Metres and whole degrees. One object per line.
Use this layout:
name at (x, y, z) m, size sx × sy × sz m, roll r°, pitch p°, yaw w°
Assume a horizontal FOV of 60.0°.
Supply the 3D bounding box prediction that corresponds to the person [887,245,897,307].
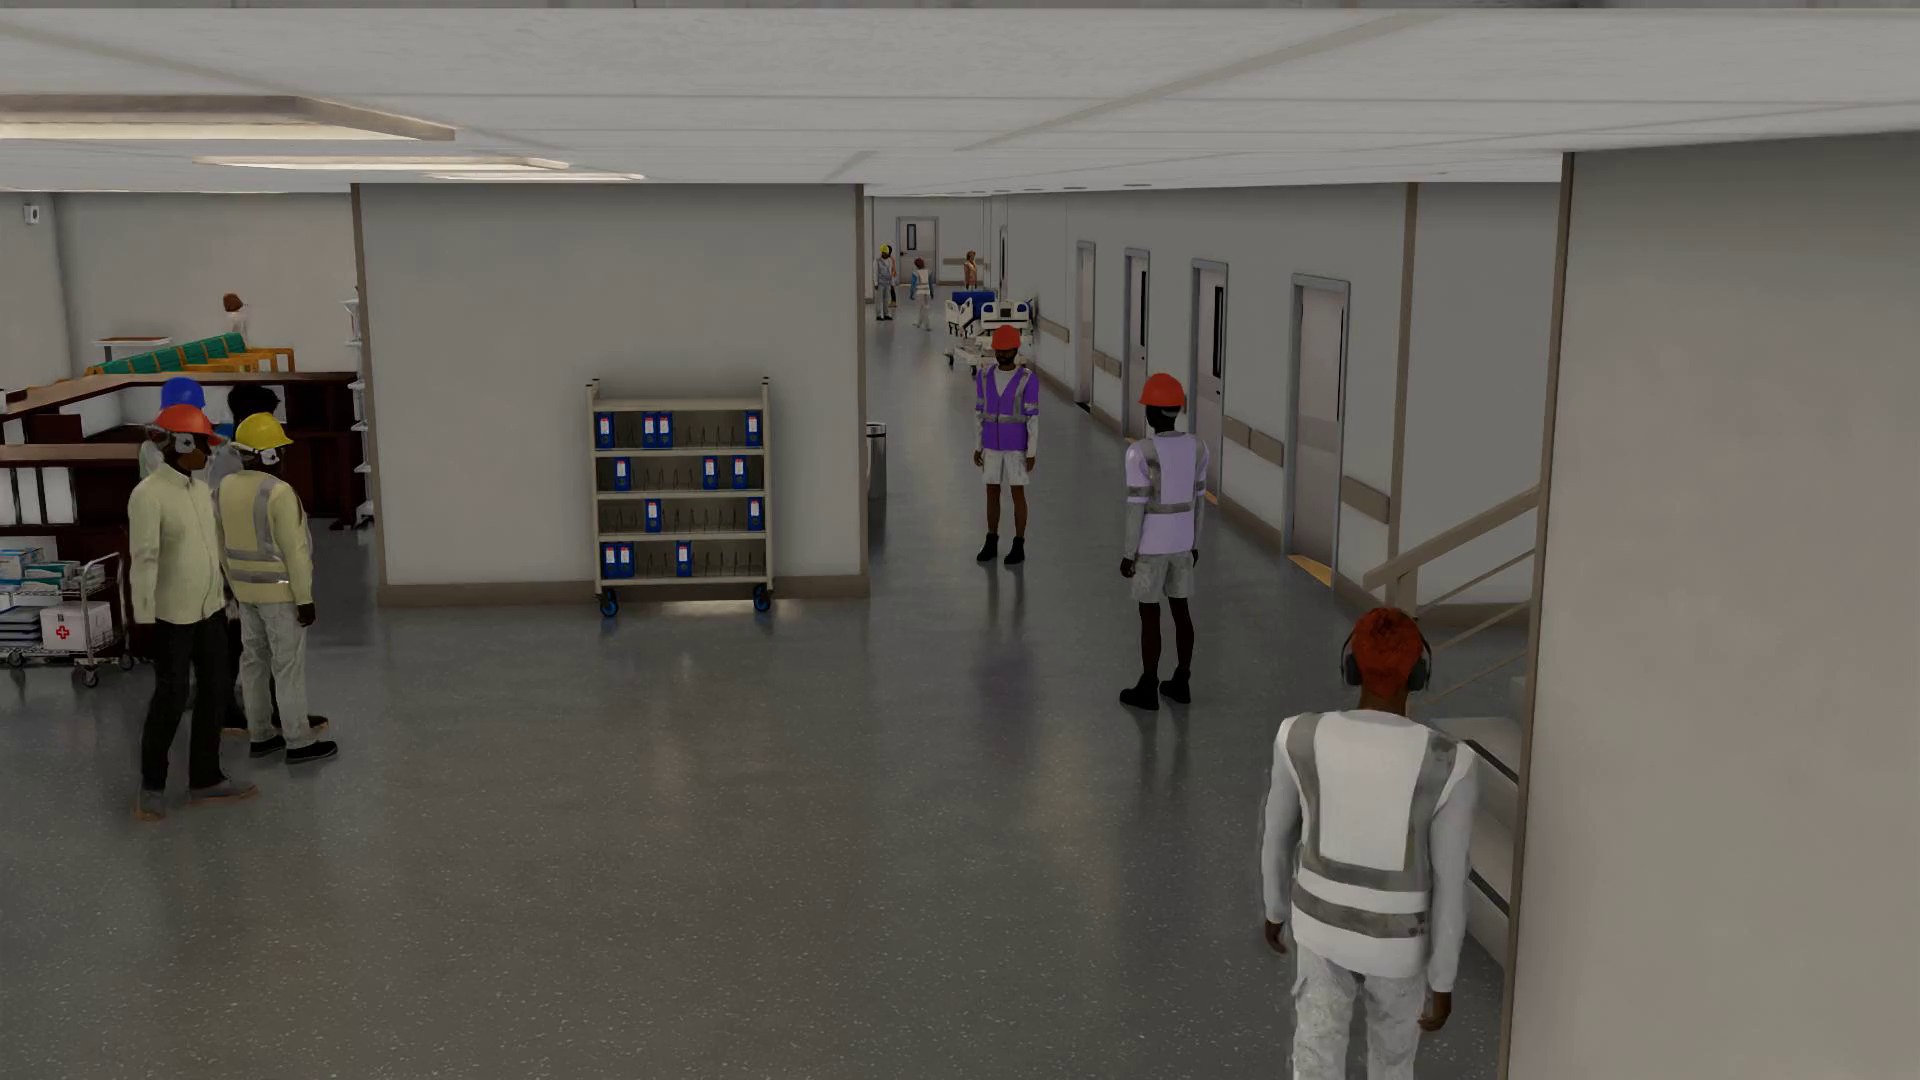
person at (-1.909, -7.201, 45.437) m, size 0.330 × 1.689 × 0.544 m, roll -3°, pitch 12°, yaw -14°

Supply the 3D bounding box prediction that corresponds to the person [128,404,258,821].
person at (-3.743, 0.340, 7.950) m, size 0.525 × 1.949 × 0.708 m, roll 1°, pitch 12°, yaw 7°

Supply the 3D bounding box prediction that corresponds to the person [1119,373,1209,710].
person at (1.153, 0.011, 9.551) m, size 0.545 × 1.941 × 0.350 m, roll -7°, pitch 13°, yaw -30°

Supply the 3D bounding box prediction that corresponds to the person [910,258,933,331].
person at (-0.904, -5.530, 37.444) m, size 0.528 × 1.593 × 0.849 m, roll -8°, pitch 14°, yaw -36°

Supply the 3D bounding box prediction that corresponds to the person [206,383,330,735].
person at (-3.784, 0.116, 9.060) m, size 0.799 × 1.927 × 0.637 m, roll -3°, pitch 12°, yaw -13°

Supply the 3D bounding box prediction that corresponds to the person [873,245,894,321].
person at (-1.841, -6.250, 40.412) m, size 0.591 × 1.833 × 0.404 m, roll -11°, pitch 16°, yaw -43°

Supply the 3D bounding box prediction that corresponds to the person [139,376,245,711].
person at (-4.332, 0.034, 9.451) m, size 0.605 × 1.939 × 0.420 m, roll 0°, pitch 12°, yaw 0°

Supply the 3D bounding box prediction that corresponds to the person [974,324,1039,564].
person at (0.364, -0.766, 13.391) m, size 0.547 × 1.933 × 0.381 m, roll 6°, pitch 13°, yaw 26°

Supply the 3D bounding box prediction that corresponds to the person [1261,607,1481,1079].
person at (1.079, 1.092, 4.538) m, size 0.595 × 1.845 × 0.997 m, roll 5°, pitch 13°, yaw 25°

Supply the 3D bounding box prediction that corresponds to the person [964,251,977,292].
person at (0.260, -6.396, 41.599) m, size 0.306 × 1.640 × 0.523 m, roll 6°, pitch 13°, yaw 26°

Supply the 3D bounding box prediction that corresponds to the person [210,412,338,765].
person at (-3.565, 0.252, 8.638) m, size 0.587 × 1.835 × 0.403 m, roll 6°, pitch 13°, yaw 28°
